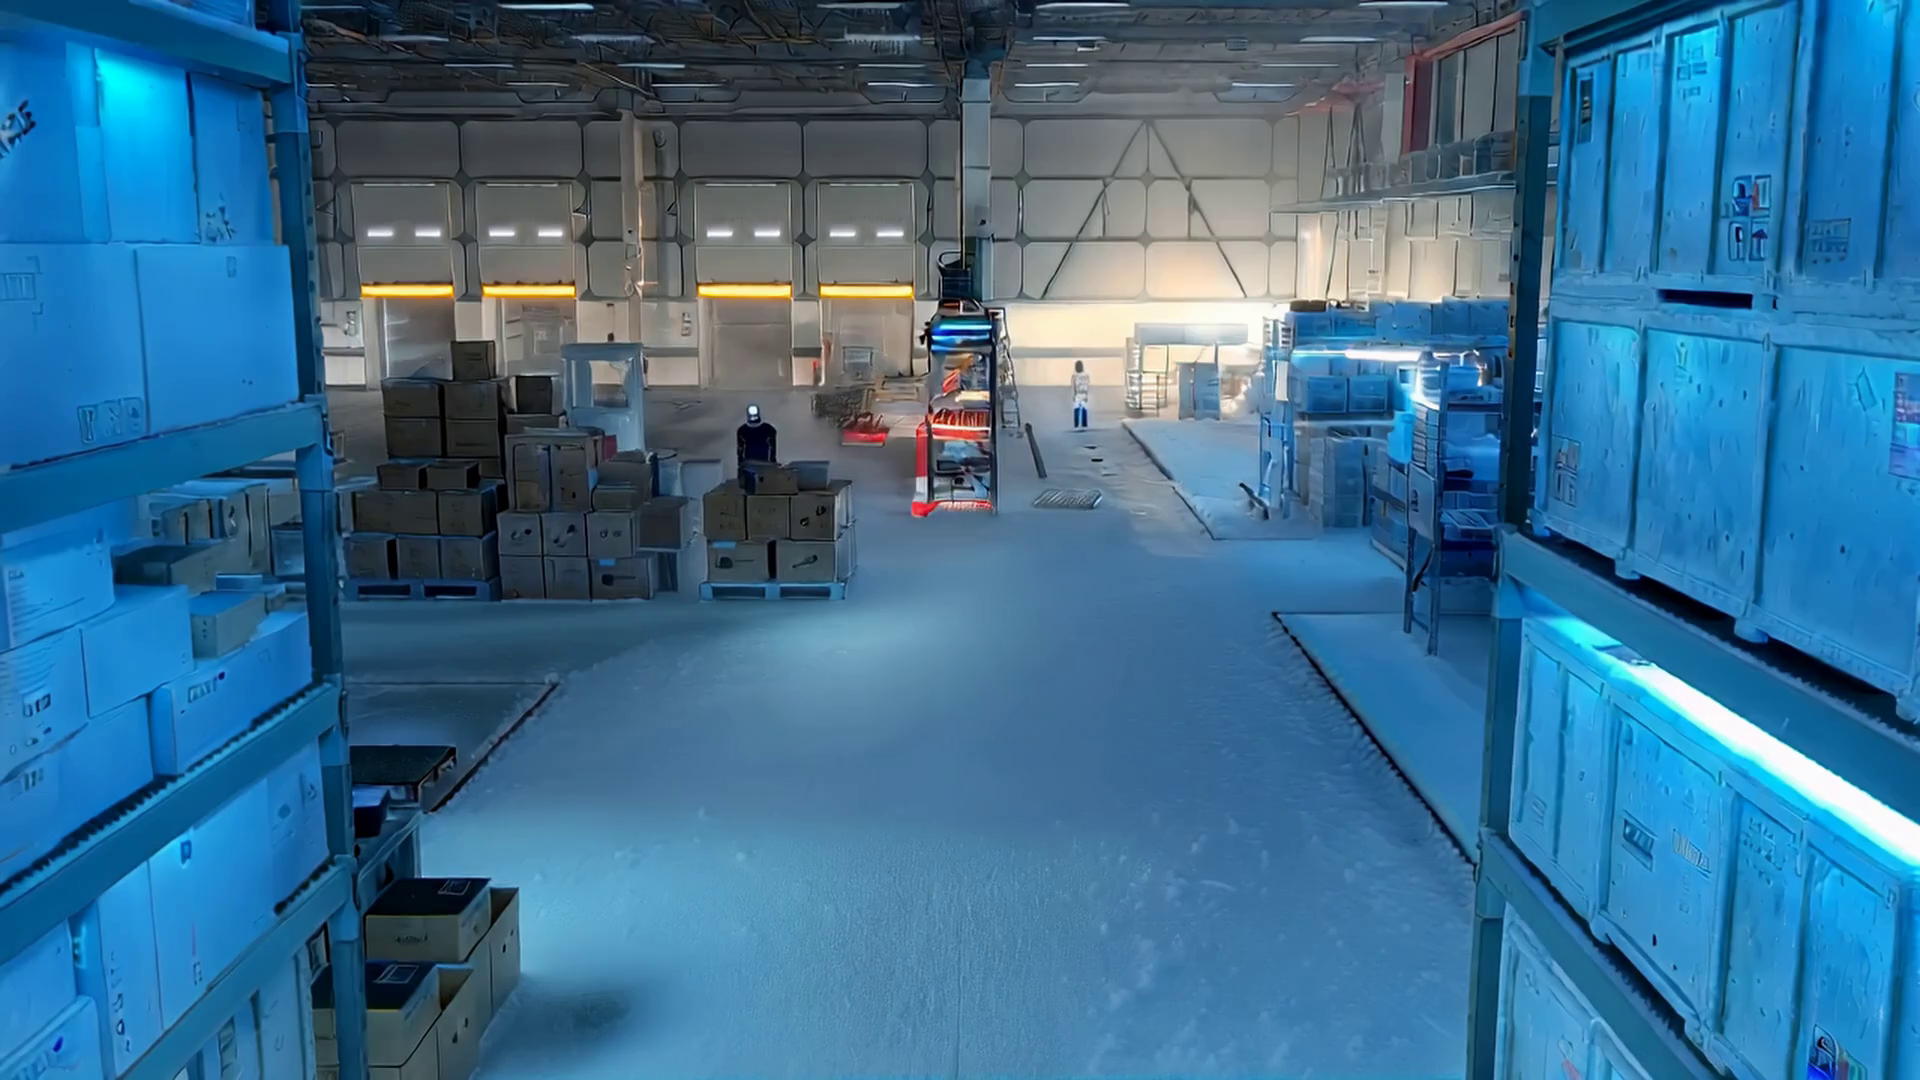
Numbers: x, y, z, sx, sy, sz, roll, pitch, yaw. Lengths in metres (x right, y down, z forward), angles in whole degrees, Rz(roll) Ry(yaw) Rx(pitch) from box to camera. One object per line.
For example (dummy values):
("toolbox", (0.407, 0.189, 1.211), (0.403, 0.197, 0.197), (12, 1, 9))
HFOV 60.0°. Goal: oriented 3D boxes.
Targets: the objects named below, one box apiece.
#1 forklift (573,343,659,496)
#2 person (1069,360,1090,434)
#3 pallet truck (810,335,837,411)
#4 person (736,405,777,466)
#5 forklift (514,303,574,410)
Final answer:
("forklift", (-5.085, -1.475, 24.210), (1.129, 2.768, 1.873), (0, 10, 1))
("person", (2.728, -3.252, 37.874), (0.319, 1.697, 0.532), (-9, 14, -43))
("pallet truck", (-3.021, -4.312, 43.126), (1.885, 1.965, 0.823), (3, 10, 17))
("person", (-2.976, -1.016, 24.334), (0.629, 1.929, 0.362), (3, 10, 16))
("forklift", (-10.721, -4.667, 42.626), (1.129, 2.768, 1.873), (0, 10, 1))
